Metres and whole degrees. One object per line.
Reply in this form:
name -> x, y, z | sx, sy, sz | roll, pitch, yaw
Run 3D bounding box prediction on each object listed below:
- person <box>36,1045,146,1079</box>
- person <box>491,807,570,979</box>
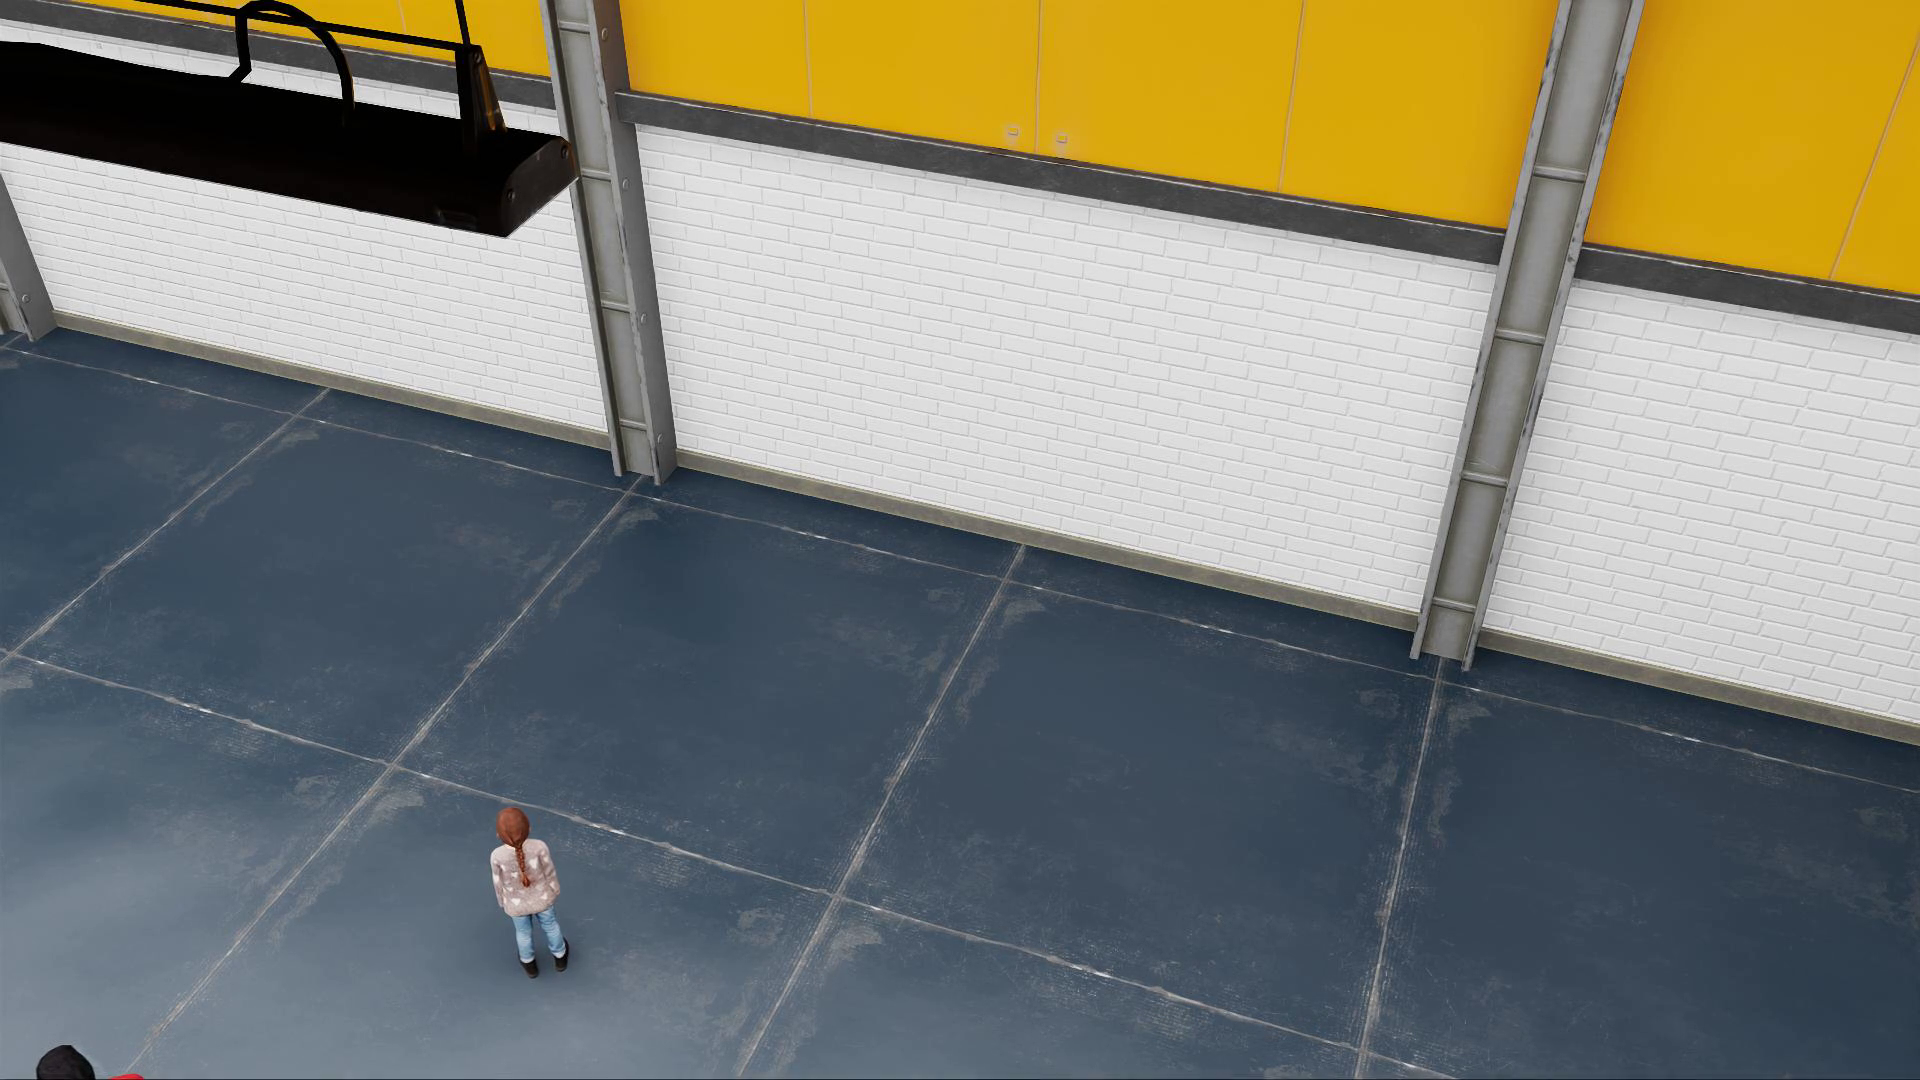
person -> -3.508, 2.779, 7.083 | 0.602, 1.881, 0.688 | 10, 40, 13
person -> -2.277, 1.868, 8.776 | 0.531, 1.193, 0.607 | -11, 40, -13
